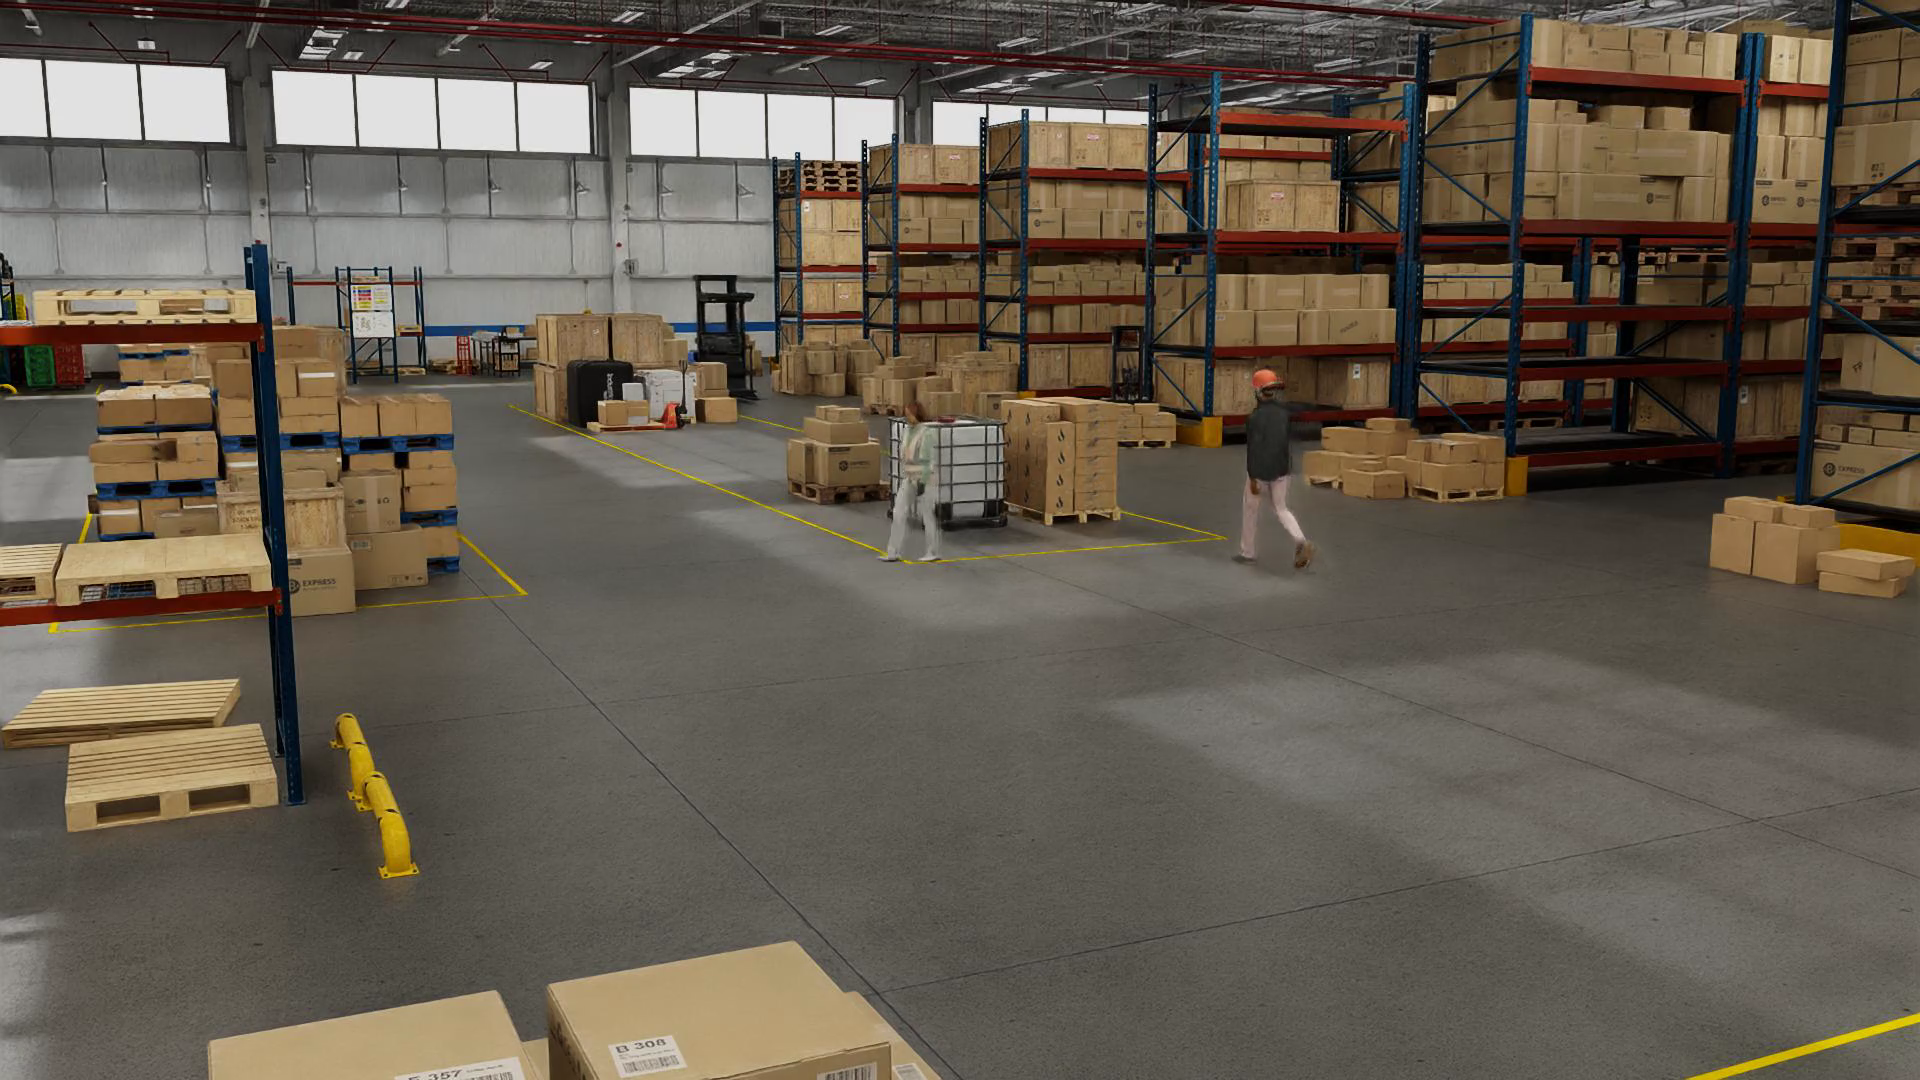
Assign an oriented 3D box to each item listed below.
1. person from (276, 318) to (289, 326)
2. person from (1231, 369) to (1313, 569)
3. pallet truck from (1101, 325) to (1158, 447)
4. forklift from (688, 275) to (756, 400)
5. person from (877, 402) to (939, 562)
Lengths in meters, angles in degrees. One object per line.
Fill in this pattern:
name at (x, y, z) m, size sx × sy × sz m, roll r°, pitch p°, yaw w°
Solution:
person at (-15.127, -3.979, 36.852) m, size 1.001 × 1.900 × 0.538 m, roll 0°, pitch 9°, yaw -3°
person at (3.041, -0.677, 16.143) m, size 0.605 × 1.960 × 0.862 m, roll -5°, pitch 10°, yaw -28°
pallet truck at (2.881, -2.596, 27.923) m, size 0.823 × 1.965 × 1.885 m, roll -1°, pitch 9°, yaw -7°
forklift at (-5.511, -4.583, 37.524) m, size 1.129 × 2.768 × 1.873 m, roll -5°, pitch 10°, yaw -29°
person at (-0.500, -0.551, 16.441) m, size 0.729 × 1.613 × 0.518 m, roll -8°, pitch 12°, yaw -40°
